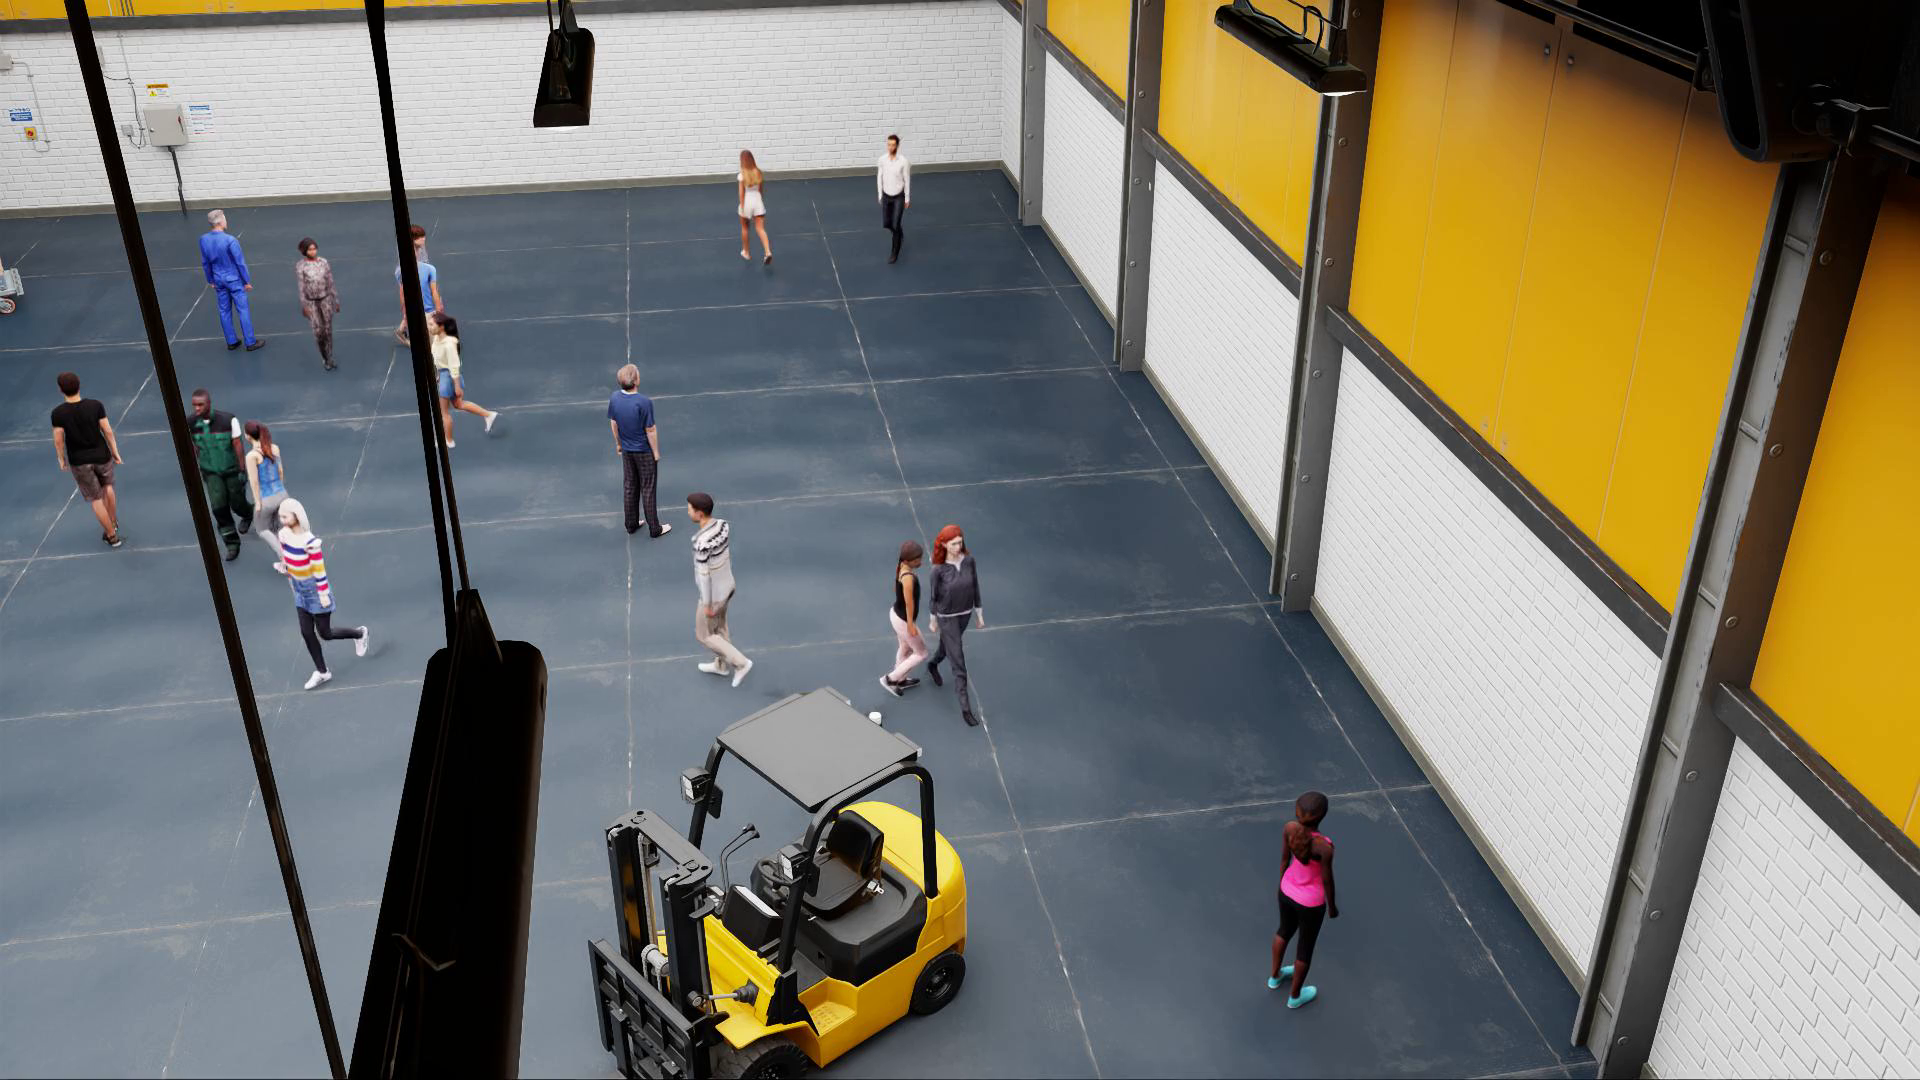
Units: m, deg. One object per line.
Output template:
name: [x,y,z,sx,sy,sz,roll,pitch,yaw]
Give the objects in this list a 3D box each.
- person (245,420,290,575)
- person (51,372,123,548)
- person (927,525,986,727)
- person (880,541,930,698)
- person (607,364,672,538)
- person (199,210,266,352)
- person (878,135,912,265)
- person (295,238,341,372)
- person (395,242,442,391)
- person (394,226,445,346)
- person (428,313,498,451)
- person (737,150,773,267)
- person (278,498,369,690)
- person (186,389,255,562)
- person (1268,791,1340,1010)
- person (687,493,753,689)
person: [-6.667,-0.375,16.206,0.845,1.588,0.791,11,30,19]
person: [-8.702,-0.778,16.673,0.931,1.847,1.030,-23,36,-35]
person: [-0.092,0.641,14.194,0.895,1.730,1.230,-17,33,-28]
person: [-0.513,0.704,14.267,0.669,1.550,0.607,-10,30,-17]
person: [-3.277,-0.913,16.895,0.738,1.871,0.737,11,31,20]
person: [-9.404,-3.330,21.375,0.787,1.826,0.706,6,29,10]
person: [-0.952,-5.057,24.513,0.939,1.851,1.113,8,30,15]
person: [-8.061,-2.972,20.848,0.713,1.701,0.766,-19,34,-31]
person: [-6.568,-2.797,20.377,0.666,1.845,0.912,-3,29,-6]
person: [-6.999,-3.232,21.409,1.004,1.621,1.119,10,30,17]
person: [-5.701,-1.822,18.836,0.884,1.608,1.040,-14,32,-24]
person: [-2.996,-4.832,24.291,0.811,1.669,1.140,-15,32,-26]
person: [-5.591,0.419,14.539,0.979,1.790,1.072,15,32,25]
person: [-7.331,-0.722,16.611,0.722,1.808,1.025,0,29,1]
person: [2.256,2.389,10.997,0.736,1.722,0.667,-20,34,-32]
person: [-2.051,0.451,14.437,0.958,1.831,0.935,9,30,16]
